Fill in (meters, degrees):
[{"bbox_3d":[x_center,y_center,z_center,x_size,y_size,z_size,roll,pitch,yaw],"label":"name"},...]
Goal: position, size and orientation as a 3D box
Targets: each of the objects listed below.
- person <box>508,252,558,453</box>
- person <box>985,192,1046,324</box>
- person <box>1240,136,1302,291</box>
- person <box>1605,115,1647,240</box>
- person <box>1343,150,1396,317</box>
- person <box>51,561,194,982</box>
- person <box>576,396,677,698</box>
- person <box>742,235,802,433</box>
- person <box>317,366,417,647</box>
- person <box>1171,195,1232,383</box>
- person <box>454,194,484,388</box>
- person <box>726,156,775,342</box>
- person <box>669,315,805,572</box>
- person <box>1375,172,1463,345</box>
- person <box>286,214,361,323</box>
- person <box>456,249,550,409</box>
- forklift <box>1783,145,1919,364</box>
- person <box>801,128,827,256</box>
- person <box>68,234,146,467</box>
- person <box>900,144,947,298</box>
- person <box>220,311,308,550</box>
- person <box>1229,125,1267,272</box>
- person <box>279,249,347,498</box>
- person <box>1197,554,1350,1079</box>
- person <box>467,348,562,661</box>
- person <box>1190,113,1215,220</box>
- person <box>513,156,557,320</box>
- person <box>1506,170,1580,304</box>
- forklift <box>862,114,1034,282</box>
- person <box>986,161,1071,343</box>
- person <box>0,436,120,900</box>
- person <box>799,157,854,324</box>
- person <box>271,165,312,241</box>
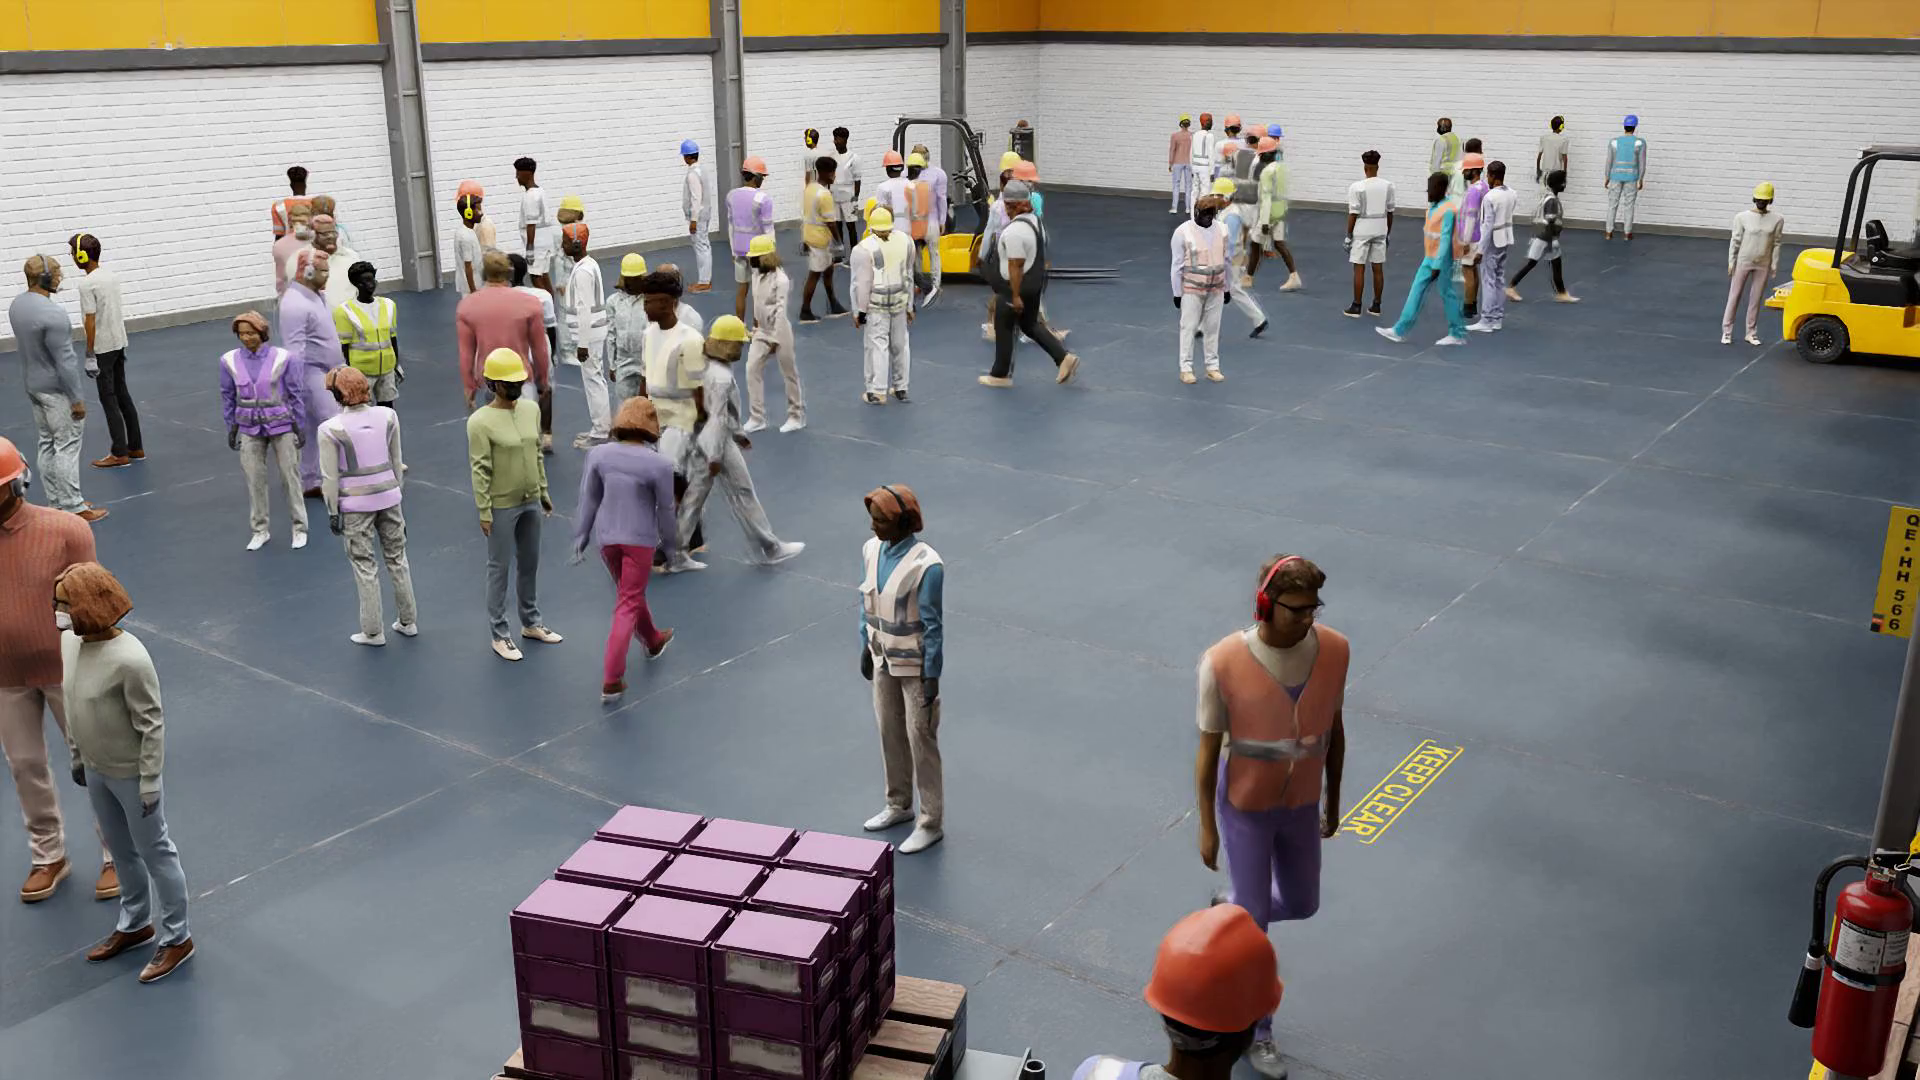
[{"bbox_3d":[-3.521,-1.479,13.445,0.554,1.680,0.417,-5,18,-16],"label":"person"},{"bbox_3d":[0.647,-3.383,19.220,0.935,1.796,0.593,12,21,32],"label":"person"},{"bbox_3d":[4.037,-4.215,21.532,0.997,1.998,0.631,11,21,31],"label":"person"},{"bbox_3d":[10.520,-5.731,26.330,0.603,1.949,0.388,10,20,29],"label":"person"},{"bbox_3d":[4.839,-3.624,19.726,0.602,1.958,0.380,-5,18,-14],"label":"person"},{"bbox_3d":[-3.152,0.862,6.218,0.499,1.634,0.279,10,20,29],"label":"person"},{"bbox_3d":[-1.789,0.008,8.986,0.562,1.568,0.887,6,19,19],"label":"person"},{"bbox_3d":[-1.644,-1.742,14.245,0.493,1.711,0.703,15,23,39],"label":"person"},{"bbox_3d":[-3.394,-0.191,9.528,0.324,1.630,0.507,14,23,38],"label":"person"},{"bbox_3d":[2.360,-2.445,16.255,0.635,1.830,0.429,-6,19,-19],"label":"person"},{"bbox_3d":[-4.683,-2.390,16.028,0.331,1.864,0.506,-5,18,-16],"label":"person"},{"bbox_3d":[-2.246,-3.151,18.137,0.614,2.031,0.403,11,21,31],"label":"person"},{"bbox_3d":[-1.516,-0.617,10.771,0.923,1.683,0.487,-8,19,-23],"label":"person"},{"bbox_3d":[5.078,-3.027,18.001,0.977,1.865,0.630,-2,18,-7],"label":"person"},{"bbox_3d":[-5.328,-1.809,14.162,0.663,1.906,0.467,-13,22,-35],"label":"person"},{"bbox_3d":[-3.322,-1.149,12.082,0.621,1.909,0.970,2,18,5],"label":"person"},{"bbox_3d":[9.803,-2.879,17.013,2.313,2.155,1.214,12,21,33],"label":"forklift"},{"bbox_3d":[-2.145,-5.135,24.613,0.318,1.860,0.509,10,20,29],"label":"person"},{"bbox_3d":[-6.828,-1.507,13.275,0.337,1.858,0.523,0,18,1],"label":"person"},{"bbox_3d":[-0.468,-4.045,21.098,0.636,1.929,0.381,5,18,15],"label":"person"},{"bbox_3d":[-4.672,-0.736,11.223,0.532,1.631,0.316,-1,18,-4],"label":"person"},{"bbox_3d":[4.054,-4.748,23.162,0.808,2.003,0.633,-13,22,-36],"label":"person"},{"bbox_3d":[-4.691,-1.203,12.285,0.655,1.874,0.654,-4,18,-12],"label":"person"},{"bbox_3d":[1.055,0.898,5.792,0.580,1.830,0.655,-7,19,-20],"label":"person"},{"bbox_3d":[-2.501,-0.210,9.358,0.313,1.767,0.533,10,20,29],"label":"person"},{"bbox_3d":[4.062,-6.159,27.778,0.357,1.883,0.573,-10,20,-28],"label":"person"},{"bbox_3d":[-4.832,-3.374,18.953,0.381,1.958,0.601,-1,18,-3],"label":"person"},{"bbox_3d":[7.267,-3.761,20.659,0.905,1.652,0.533,8,20,25],"label":"person"},{"bbox_3d":[-0.171,-4.594,22.377,2.313,2.155,1.214,1,18,3],"label":"forklift"},{"bbox_3d":[0.738,-3.077,17.979,1.062,1.981,0.616,6,19,17],"label":"person"},{"bbox_3d":[-3.740,0.523,6.720,0.629,1.981,0.410,-3,18,-8],"label":"person"},{"bbox_3d":[-1.518,-3.477,19.315,0.868,1.925,0.631,-7,19,-22],"label":"person"},{"bbox_3d":[-7.022,-3.026,17.873,0.610,1.953,0.389,-6,19,-19],"label":"person"}]
